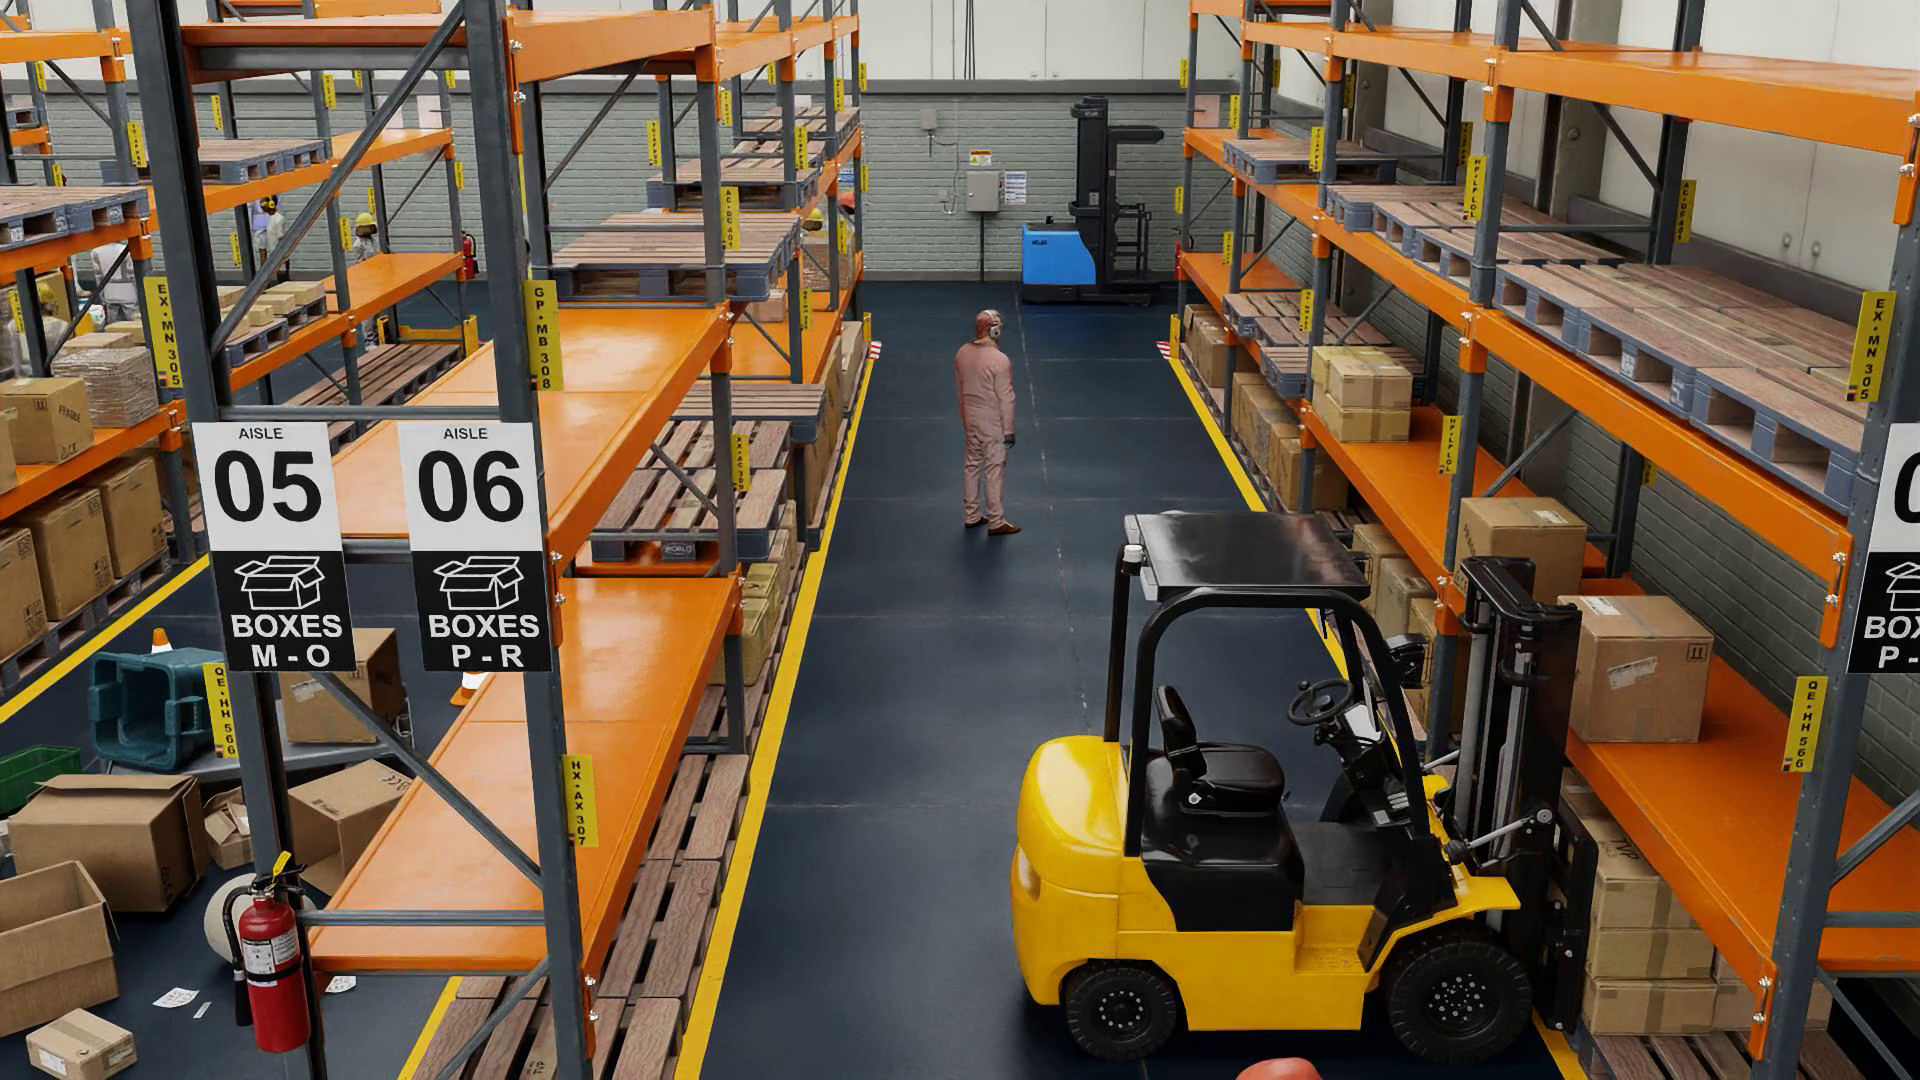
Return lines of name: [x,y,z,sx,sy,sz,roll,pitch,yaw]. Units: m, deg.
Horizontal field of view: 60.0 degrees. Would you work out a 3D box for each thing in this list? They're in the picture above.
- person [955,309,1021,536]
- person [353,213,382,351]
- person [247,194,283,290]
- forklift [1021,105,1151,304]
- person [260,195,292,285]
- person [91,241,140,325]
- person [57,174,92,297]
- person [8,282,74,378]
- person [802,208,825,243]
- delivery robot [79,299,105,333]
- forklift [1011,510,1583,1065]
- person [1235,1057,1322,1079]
person: [0.248,-0.989,14.003,0.408,1.913,0.642,-15,24,-38]
person: [-7.493,-3.284,21.200,0.288,1.746,0.487,3,19,10]
person: [-10.686,-4.828,25.564,0.543,1.939,0.362,-13,22,-33]
forklift: [1.857,-4.944,24.441,1.873,2.768,1.129,0,18,0]
person: [-9.240,-3.802,22.598,0.338,1.859,0.502,-12,22,-32]
person: [-9.884,-2.860,19.636,0.544,1.929,0.387,2,18,5]
person: [-13.440,-4.578,24.972,0.621,1.838,0.429,16,24,40]
person: [-8.611,-1.531,15.784,0.628,1.818,0.430,0,18,1]
person: [-1.908,-3.473,21.798,0.324,1.730,0.490,0,18,1]
delivery robot: [-11.447,-2.922,21.826,0.477,0.478,0.707,-7,19,-20]
forklift: [1.387,1.055,7.378,2.313,2.155,1.214,0,18,0]
person: [0.747,2.189,4.185,0.373,2.044,0.606,-9,20,-24]
